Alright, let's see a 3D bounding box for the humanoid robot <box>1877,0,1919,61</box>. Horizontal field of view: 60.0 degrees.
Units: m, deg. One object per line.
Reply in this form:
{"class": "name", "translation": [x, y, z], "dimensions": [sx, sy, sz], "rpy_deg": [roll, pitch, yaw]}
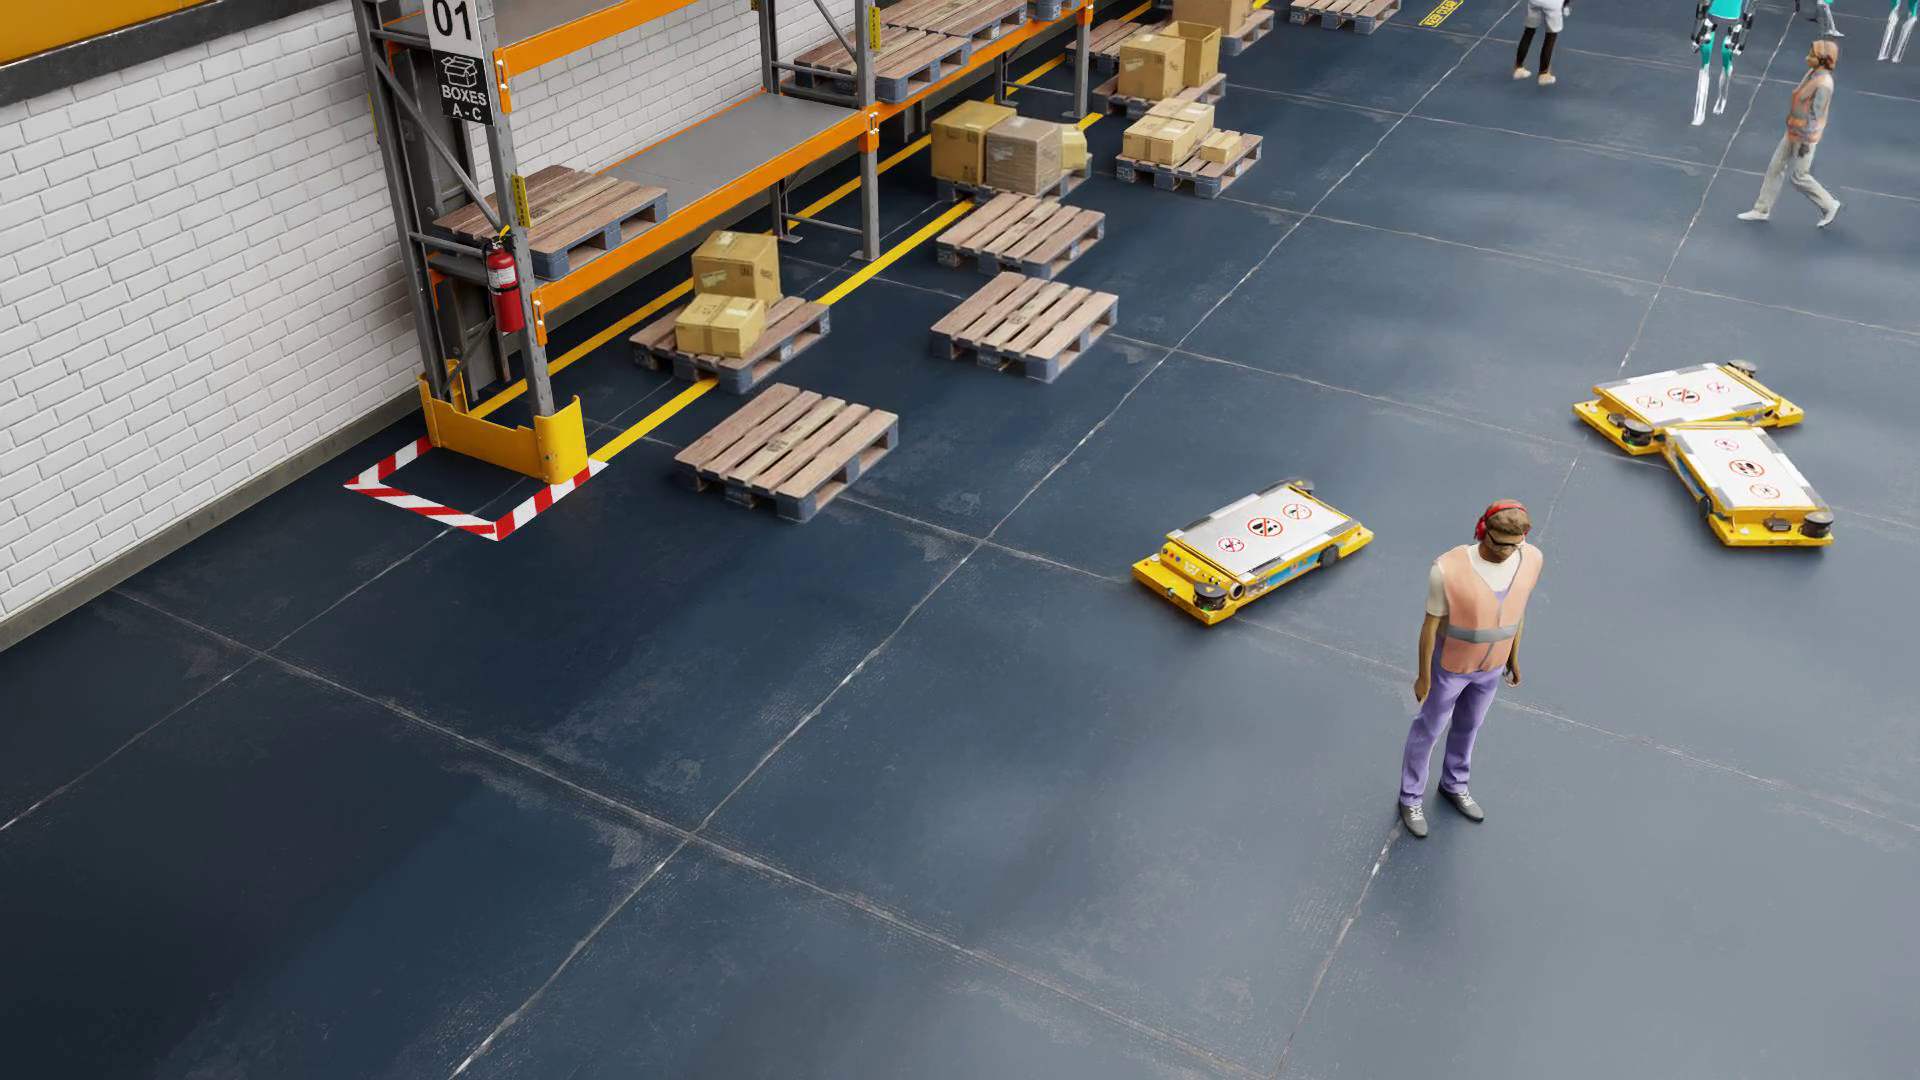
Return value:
{"class": "humanoid robot", "translation": [10.254, -5.995, 17.961], "dimensions": [0.530, 1.862, 0.762], "rpy_deg": [28, 42, 35]}

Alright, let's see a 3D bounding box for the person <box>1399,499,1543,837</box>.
{"class": "person", "translation": [2.392, 0.577, 7.852], "dimensions": [0.563, 1.837, 0.388], "rpy_deg": [-10, 35, -15]}

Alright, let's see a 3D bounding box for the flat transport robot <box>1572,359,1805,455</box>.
{"class": "flat transport robot", "translation": [5.061, -0.924, 11.545], "dimensions": [1.431, 0.231, 0.659], "rpy_deg": [-11, 35, -16]}

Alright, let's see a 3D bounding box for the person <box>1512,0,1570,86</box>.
{"class": "person", "translation": [6.130, -5.609, 17.344], "dimensions": [0.330, 1.688, 0.550], "rpy_deg": [-20, 38, -27]}

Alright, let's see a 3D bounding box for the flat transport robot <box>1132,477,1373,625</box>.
{"class": "flat transport robot", "translation": [1.787, 0.045, 10.080], "dimensions": [1.431, 0.231, 0.659], "rpy_deg": [-23, 40, -31]}

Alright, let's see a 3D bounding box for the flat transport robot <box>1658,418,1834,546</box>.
{"class": "flat transport robot", "translation": [5.026, -0.415, 10.776], "dimensions": [0.659, 0.231, 1.431], "rpy_deg": [-1, 33, -1]}

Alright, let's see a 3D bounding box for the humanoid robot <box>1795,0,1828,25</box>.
{"class": "humanoid robot", "translation": [10.071, -6.881, 19.294], "dimensions": [0.609, 1.633, 0.644], "rpy_deg": [-16, 37, -22]}

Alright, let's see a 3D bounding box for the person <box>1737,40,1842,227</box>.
{"class": "person", "translation": [7.216, -3.429, 14.115], "dimensions": [0.710, 1.615, 0.521], "rpy_deg": [7, 34, 10]}

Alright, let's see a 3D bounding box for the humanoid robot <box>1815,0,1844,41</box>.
{"class": "humanoid robot", "translation": [9.874, -6.406, 18.570], "dimensions": [0.734, 1.844, 0.550], "rpy_deg": [25, 41, 33]}

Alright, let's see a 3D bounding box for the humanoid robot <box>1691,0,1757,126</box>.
{"class": "humanoid robot", "translation": [7.516, -4.928, 16.354], "dimensions": [0.552, 1.844, 0.893], "rpy_deg": [21, 39, 29]}
